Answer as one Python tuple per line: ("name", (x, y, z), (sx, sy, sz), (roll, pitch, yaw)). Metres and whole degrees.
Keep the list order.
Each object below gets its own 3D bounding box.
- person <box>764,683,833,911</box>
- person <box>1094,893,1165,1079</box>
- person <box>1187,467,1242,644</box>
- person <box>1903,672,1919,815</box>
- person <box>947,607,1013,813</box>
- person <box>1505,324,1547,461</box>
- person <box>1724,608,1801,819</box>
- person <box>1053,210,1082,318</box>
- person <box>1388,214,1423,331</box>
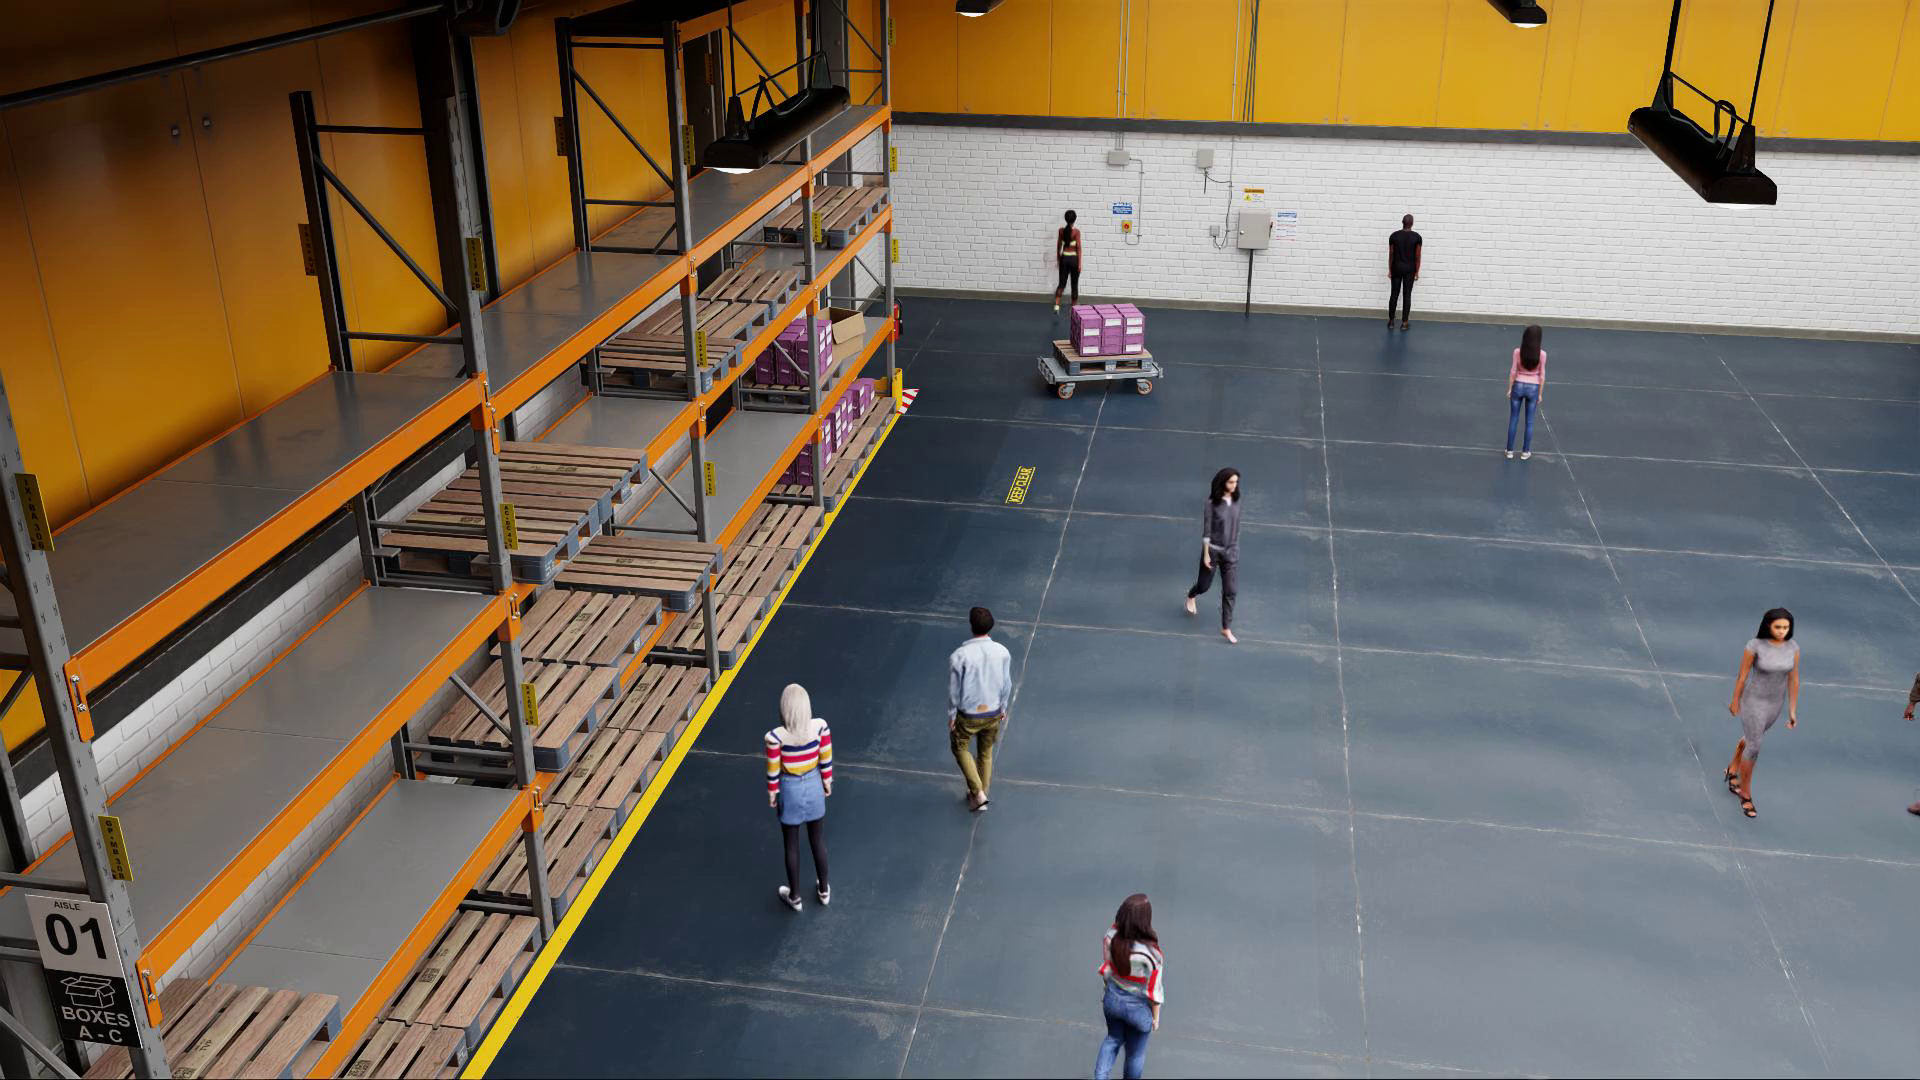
("person", (-1.165, 1.877, 12.224), (0.727, 1.804, 0.724), (-9, 25, -20))
("person", (0.991, 2.878, 10.180), (0.787, 1.606, 0.879), (18, 29, 35))
("person", (2.507, 0.097, 16.380), (0.928, 1.737, 1.131), (-9, 25, -19))
("person", (7.979, 1.391, 13.311), (0.892, 1.825, 0.792), (-11, 26, -24))
("person", (0.165, 1.409, 13.293), (0.870, 1.805, 0.929), (-8, 25, -19))
("person", (7.094, -1.871, 20.877), (0.604, 1.742, 0.563), (9, 25, 19))
("person", (6.483, 1.319, 13.560), (0.697, 1.756, 0.924), (-1, 24, -3))
("person", (1.716, -4.400, 26.673), (0.727, 1.734, 1.056), (10, 25, 21))
("person", (6.971, -4.222, 26.157), (0.719, 1.820, 0.653), (10, 26, 22))
